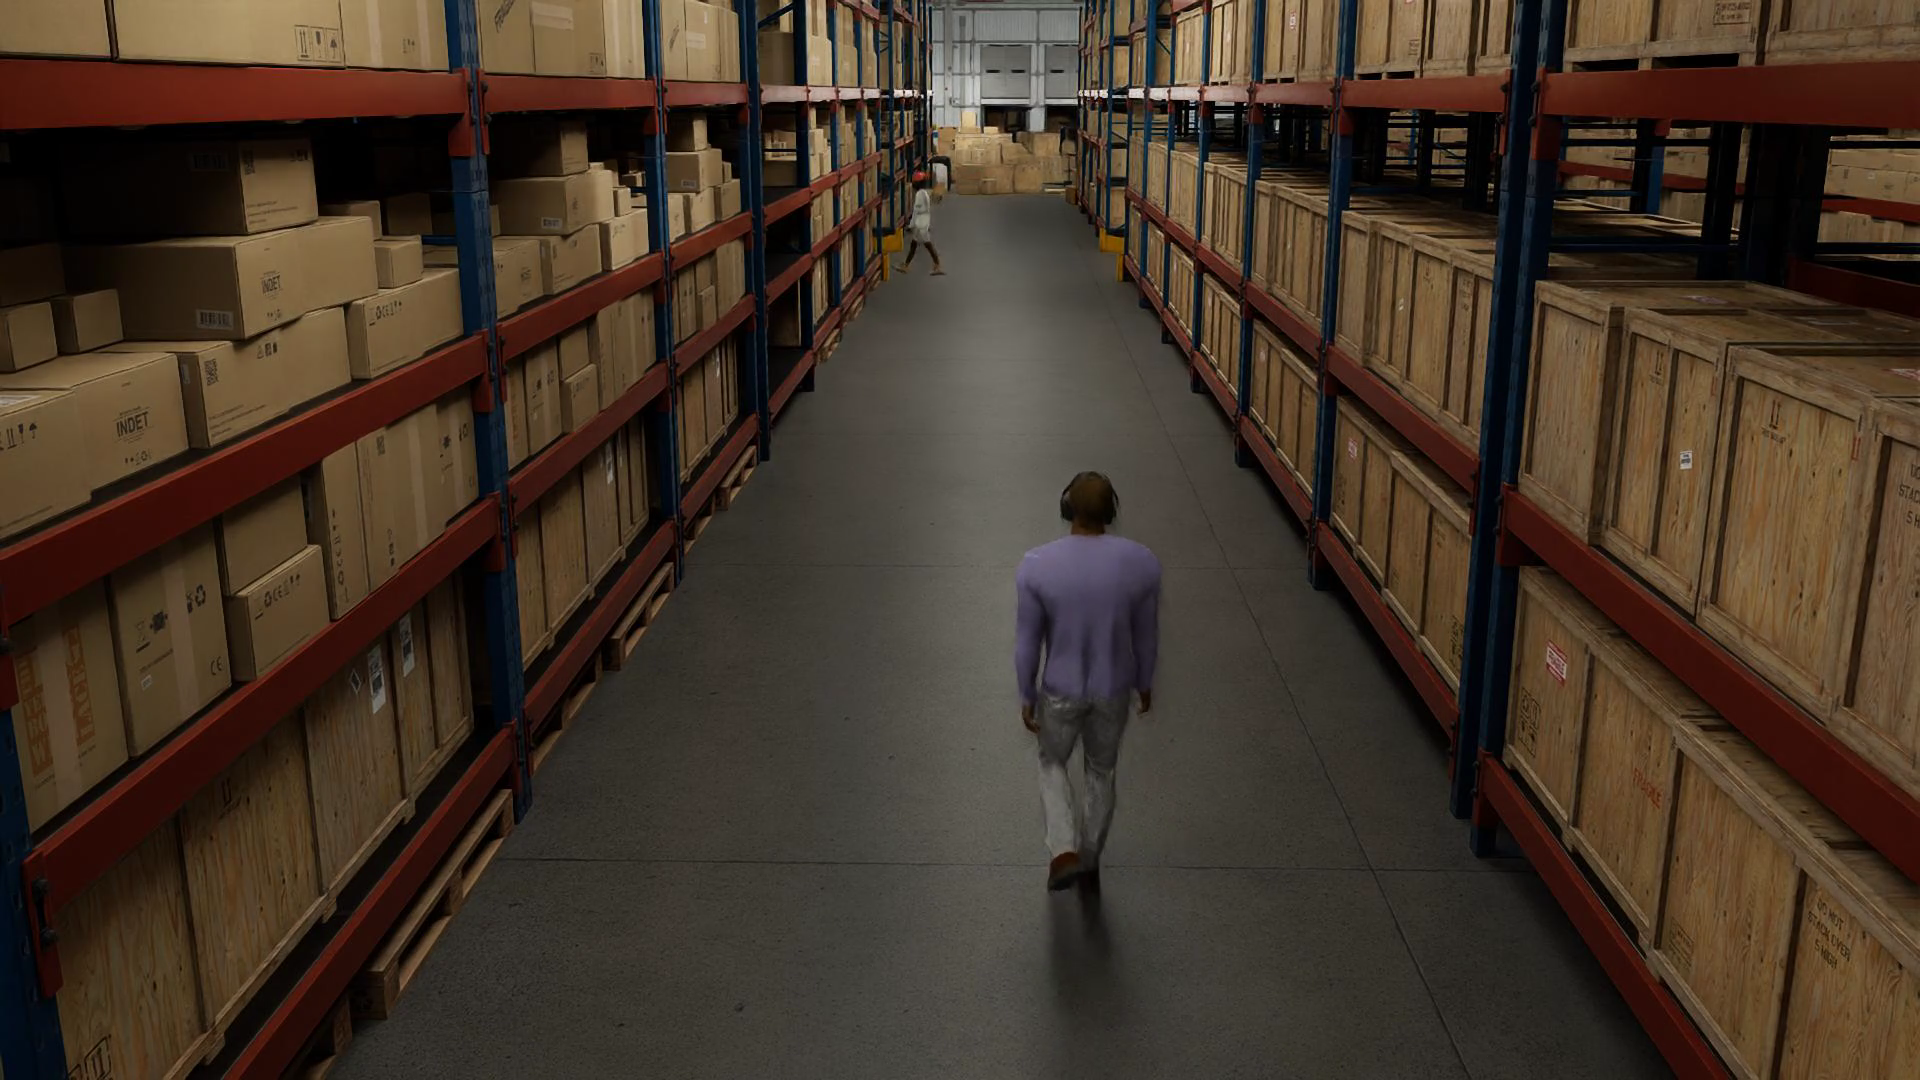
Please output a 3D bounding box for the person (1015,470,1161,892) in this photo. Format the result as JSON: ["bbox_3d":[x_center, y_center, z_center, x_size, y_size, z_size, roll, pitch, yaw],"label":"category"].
[{"bbox_3d":[0.551,0.645,7.210,0.633,1.920,0.483,-1,15,-3],"label":"person"}]

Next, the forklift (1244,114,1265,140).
[{"bbox_3d":[11.105,-14.738,62.627,1.129,2.768,1.873,0,15,2],"label":"forklift"}]

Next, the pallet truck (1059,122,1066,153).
[{"bbox_3d":[5.788,-21.111,88.014,1.885,1.965,0.823,5,16,18],"label":"pallet truck"}]

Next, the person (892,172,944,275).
[{"bbox_3d":[-0.788,-6.145,32.367,1.069,1.986,0.630,1,15,4],"label":"person"}]

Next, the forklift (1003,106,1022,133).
[{"bbox_3d":[2.600,-20.132,82.695,1.129,2.768,1.873,-7,17,-26],"label":"forklift"}]
